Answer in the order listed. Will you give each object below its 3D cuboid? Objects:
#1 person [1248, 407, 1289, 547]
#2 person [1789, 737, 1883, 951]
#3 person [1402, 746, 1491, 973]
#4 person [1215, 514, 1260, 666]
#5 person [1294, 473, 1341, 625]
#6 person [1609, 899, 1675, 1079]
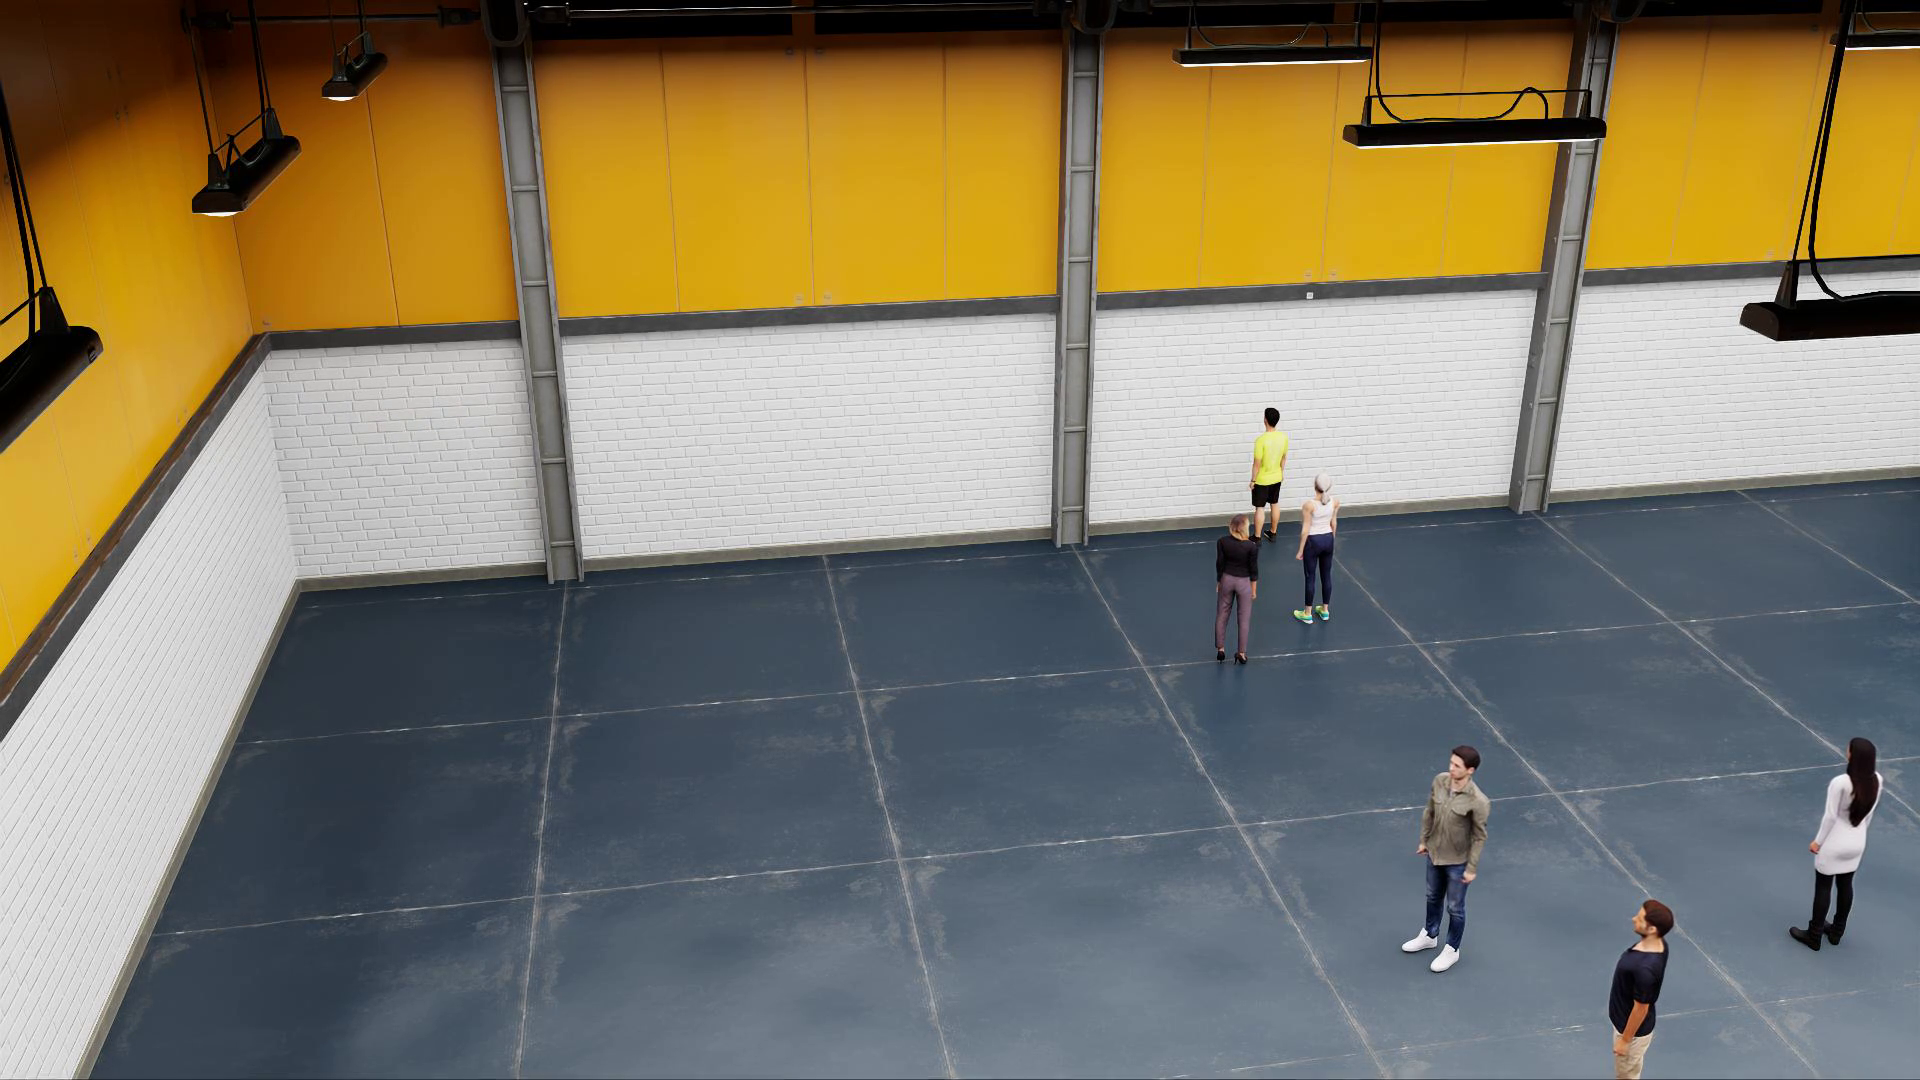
[{"bbox_3d":[3.696,-0.769,19.930,0.565,1.709,0.733,-11,26,-24],"label":"person"},{"bbox_3d":[6.744,2.322,12.738,0.468,1.807,0.685,-6,24,-14],"label":"person"},{"bbox_3d":[3.714,2.374,12.548,0.726,1.865,0.783,-14,27,-29],"label":"person"},{"bbox_3d":[2.824,0.508,17.057,0.641,1.672,0.738,10,26,22],"label":"person"},{"bbox_3d":[3.881,0.080,17.997,0.518,1.702,0.691,-8,25,-17],"label":"person"},{"bbox_3d":[4.386,3.135,10.813,0.722,1.859,0.706,11,26,23],"label":"person"}]
